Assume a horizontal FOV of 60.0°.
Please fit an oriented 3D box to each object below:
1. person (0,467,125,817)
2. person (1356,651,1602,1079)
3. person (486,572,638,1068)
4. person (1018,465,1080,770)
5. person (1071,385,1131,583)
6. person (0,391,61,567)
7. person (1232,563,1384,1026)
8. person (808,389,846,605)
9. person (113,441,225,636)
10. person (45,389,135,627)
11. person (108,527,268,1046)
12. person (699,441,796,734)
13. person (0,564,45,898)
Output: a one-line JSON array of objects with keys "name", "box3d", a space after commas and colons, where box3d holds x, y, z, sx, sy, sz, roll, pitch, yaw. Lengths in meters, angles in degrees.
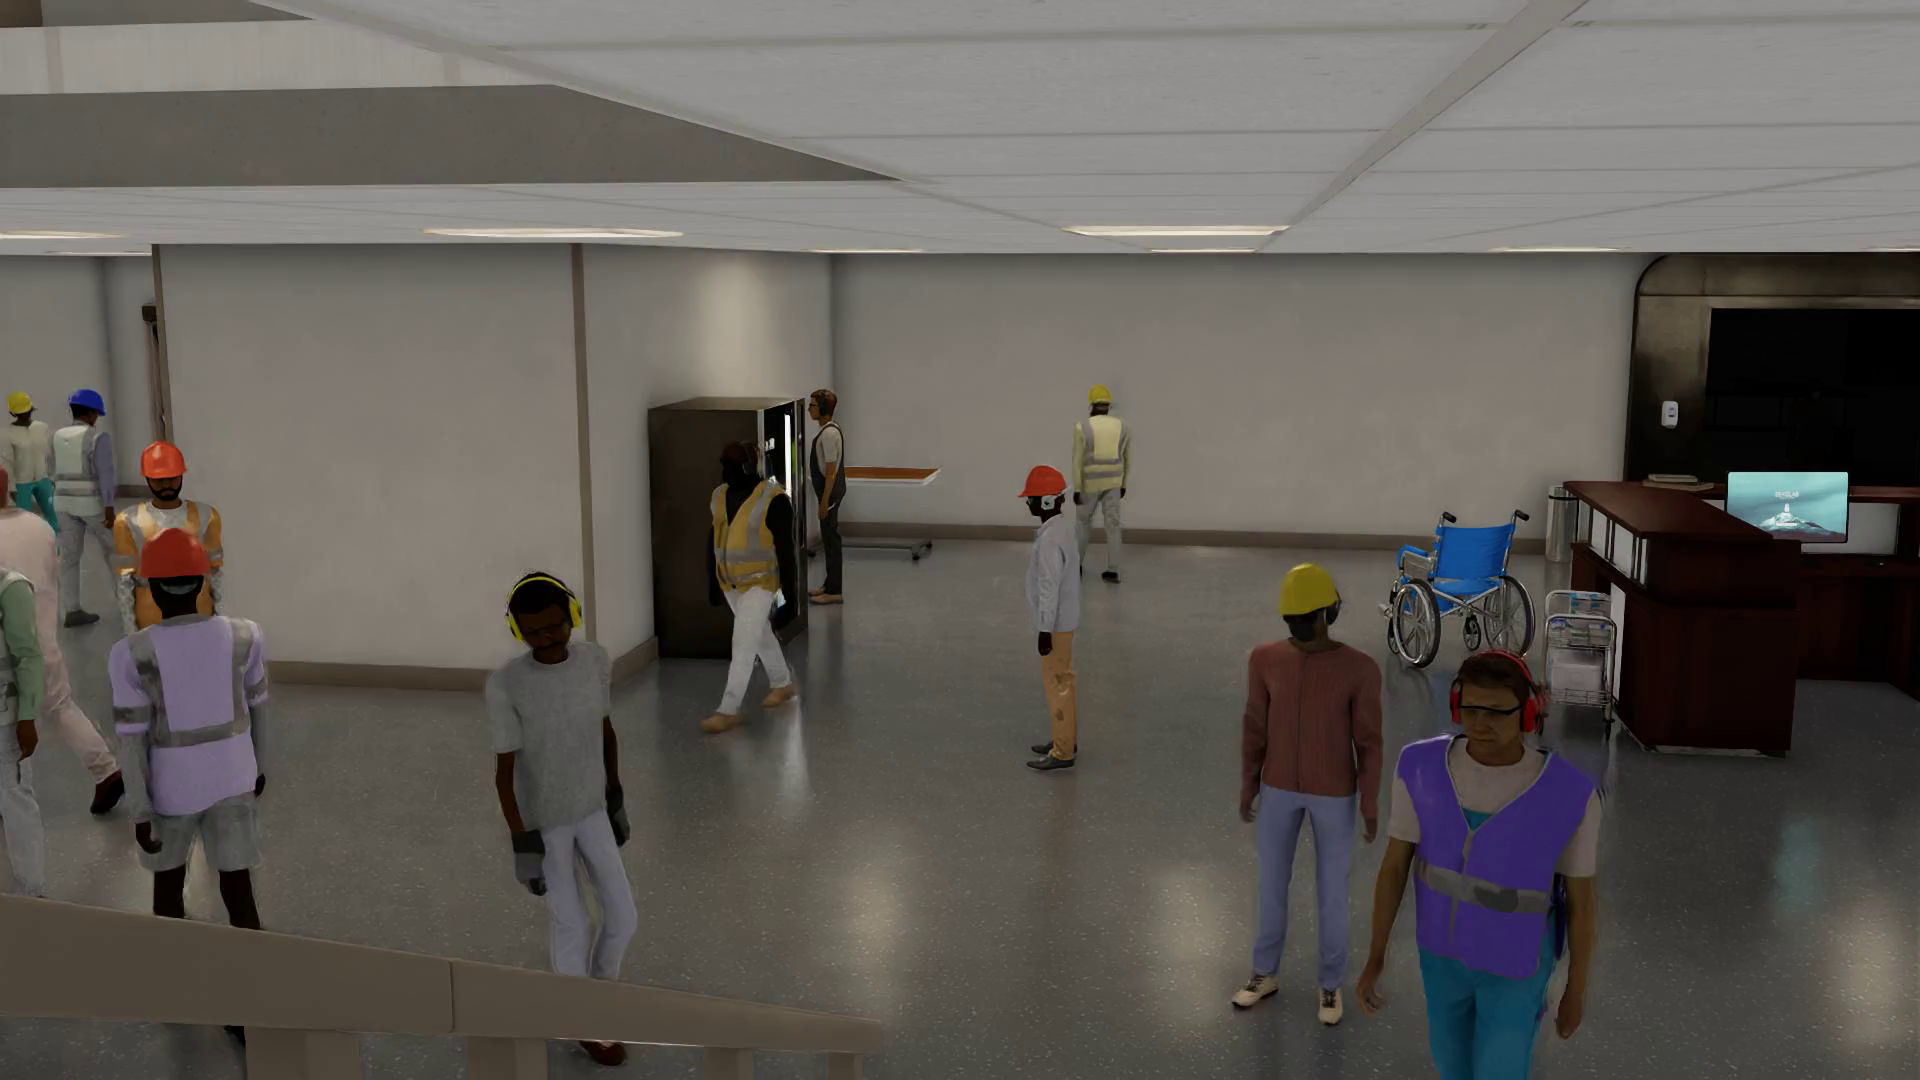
[{"name": "person", "box3d": [-4.809, 0.529, 8.605, 0.878, 1.880, 0.653, 2, 10, 15]}, {"name": "person", "box3d": [1.399, 1.205, 4.583, 0.573, 1.826, 0.633, 8, 12, 40]}, {"name": "person", "box3d": [-1.374, 0.995, 5.829, 0.572, 1.832, 0.404, -9, 13, -44]}, {"name": "person", "box3d": [0.506, 0.439, 9.558, 0.361, 1.742, 0.563, 1, 9, 9]}, {"name": "person", "box3d": [1.269, -0.537, 15.412, 0.617, 1.790, 0.871, -3, 10, -17]}, {"name": "person", "box3d": [-8.770, -0.549, 15.677, 0.457, 1.721, 0.564, 4, 10, 25]}, {"name": "person", "box3d": [1.324, 0.958, 6.315, 0.557, 1.761, 0.343, 5, 10, 27]}, {"name": "person", "box3d": [-1.146, -0.370, 14.215, 0.344, 1.847, 0.504, 0, 9, -3]}, {"name": "person", "box3d": [-4.261, 0.425, 9.035, 0.545, 1.938, 0.362, -7, 11, -35]}, {"name": "person", "box3d": [-7.041, -0.275, 13.538, 0.651, 1.878, 0.913, 2, 9, 10]}, {"name": "person", "box3d": [-2.889, 0.895, 6.261, 0.566, 1.899, 0.922, -7, 12, -37]}, {"name": "person", "box3d": [-1.340, 0.261, 10.538, 0.627, 1.787, 0.993, 7, 11, 37]}, {"name": "person", "box3d": [-4.205, 0.736, 7.087, 0.609, 1.946, 0.405, 2, 9, 11]}]
